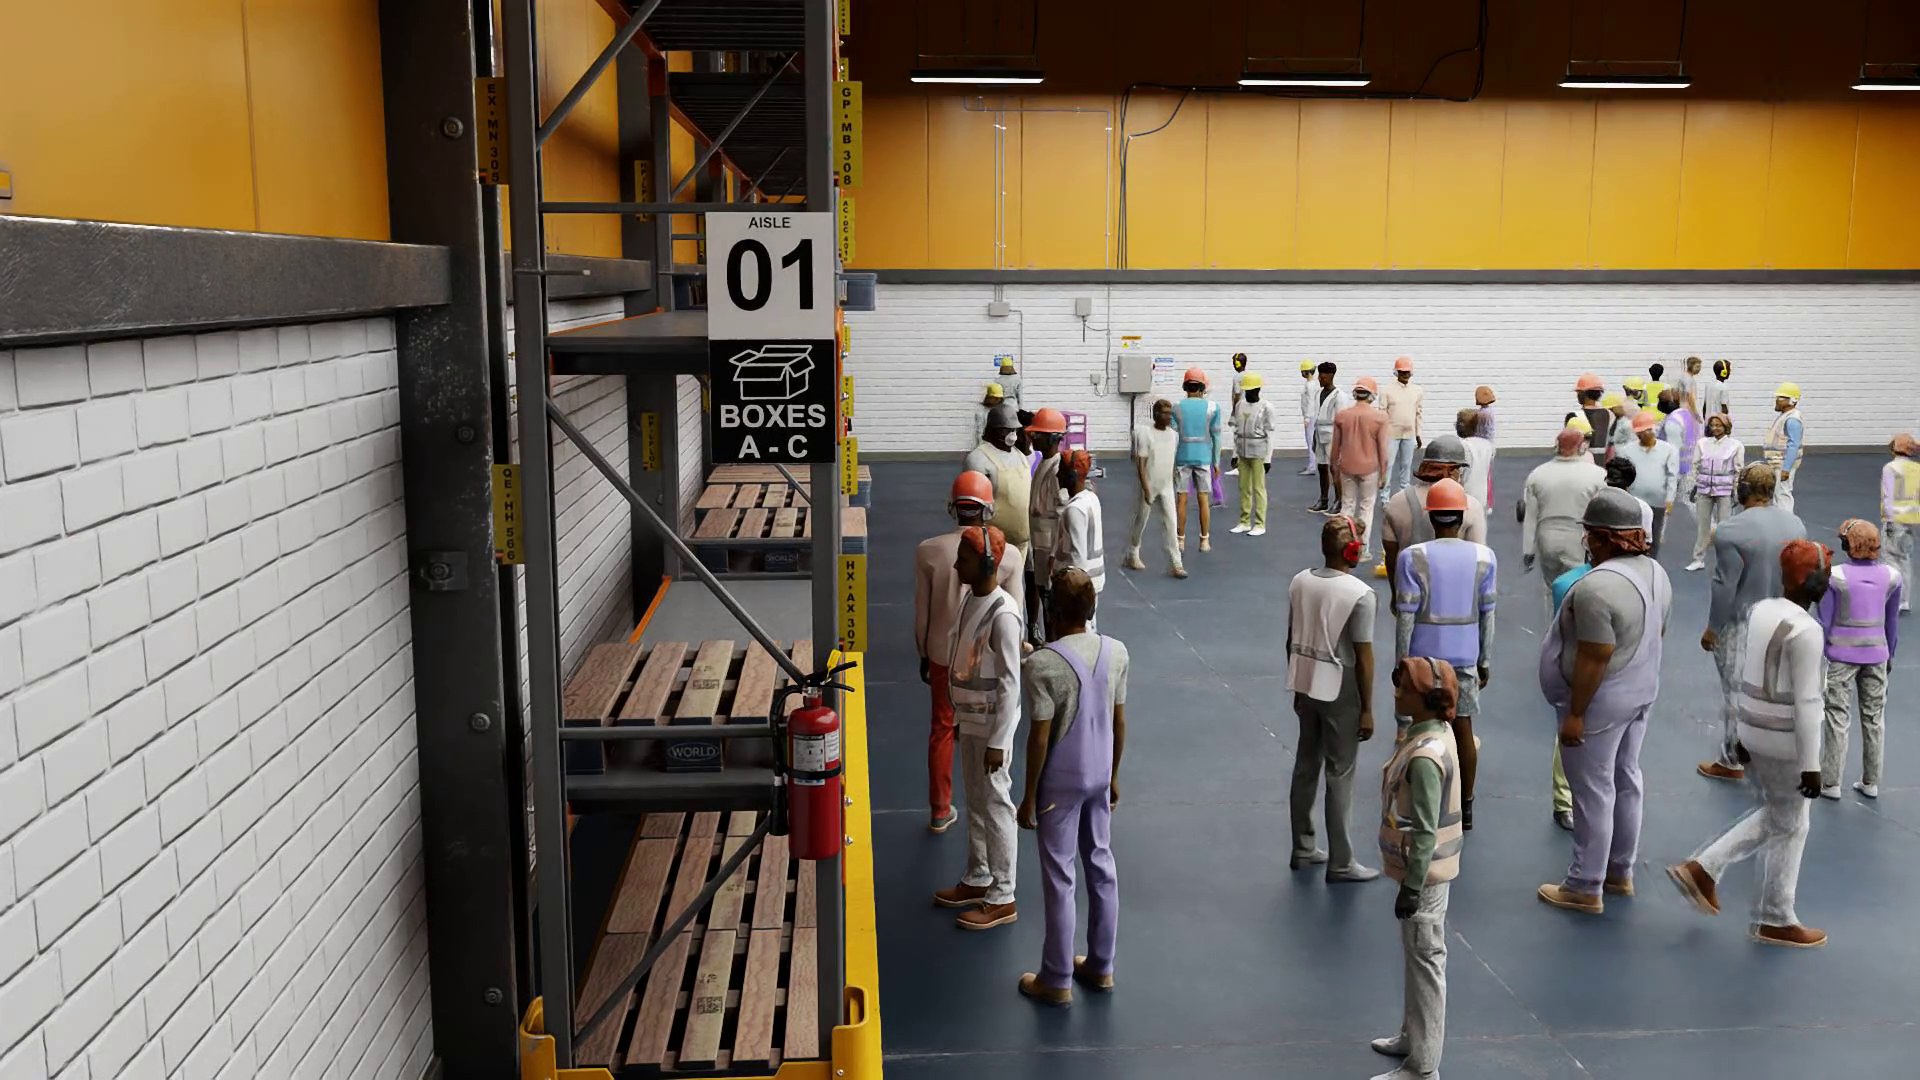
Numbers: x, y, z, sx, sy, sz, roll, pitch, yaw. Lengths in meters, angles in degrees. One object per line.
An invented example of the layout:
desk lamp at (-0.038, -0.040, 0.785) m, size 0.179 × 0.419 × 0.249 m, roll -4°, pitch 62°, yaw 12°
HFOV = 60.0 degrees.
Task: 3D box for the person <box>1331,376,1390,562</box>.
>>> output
person at (4.267, -0.752, 17.689) m, size 0.631 × 1.969 × 0.449 m, roll 6°, pitch 11°, yaw 31°

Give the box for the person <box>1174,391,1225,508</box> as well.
person at (3.055, -1.255, 21.656) m, size 0.914 × 1.698 × 0.593 m, roll 0°, pitch 9°, yaw 1°

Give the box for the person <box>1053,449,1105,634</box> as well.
person at (0.787, 0.325, 11.169) m, size 0.360 × 1.882 × 0.575 m, roll 2°, pitch 9°, yaw 14°

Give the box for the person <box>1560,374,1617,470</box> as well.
person at (6.411, -0.673, 17.046) m, size 0.648 × 2.033 × 0.494 m, roll -4°, pitch 10°, yaw -23°

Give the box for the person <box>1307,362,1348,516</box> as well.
person at (4.657, -1.283, 21.052) m, size 0.385 × 1.957 × 0.603 m, roll -4°, pitch 10°, yaw -23°

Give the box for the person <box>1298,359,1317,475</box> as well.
person at (5.287, -1.859, 25.272) m, size 0.328 × 1.762 × 0.523 m, roll 2°, pitch 9°, yaw 14°

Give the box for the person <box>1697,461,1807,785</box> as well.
person at (4.713, 0.494, 9.934) m, size 0.627 × 1.941 × 0.370 m, roll -3°, pitch 10°, yaw -20°

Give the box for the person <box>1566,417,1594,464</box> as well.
person at (5.533, -0.221, 14.968) m, size 0.326 × 1.767 × 0.533 m, roll 5°, pitch 10°, yaw 30°

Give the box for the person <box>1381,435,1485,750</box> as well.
person at (3.071, 0.329, 10.648) m, size 0.673 × 2.000 × 0.536 m, roll 8°, pitch 12°, yaw 42°

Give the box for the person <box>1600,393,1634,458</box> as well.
person at (7.647, -0.874, 19.308) m, size 0.689 × 1.693 × 0.536 m, roll -6°, pitch 11°, yaw -32°

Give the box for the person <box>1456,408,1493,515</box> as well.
person at (4.611, -0.294, 15.232) m, size 0.502 × 1.826 × 0.568 m, roll -4°, pitch 10°, yaw -22°

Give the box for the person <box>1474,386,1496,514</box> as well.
person at (6.651, -1.143, 21.168) m, size 0.268 × 1.632 × 0.507 m, roll 1°, pitch 9°, yaw 4°

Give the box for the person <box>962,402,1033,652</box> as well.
person at (0.363, -0.077, 13.201) m, size 0.537 × 2.000 × 0.683 m, roll 7°, pitch 12°, yaw 38°

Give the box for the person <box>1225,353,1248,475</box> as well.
person at (4.251, -1.909, 25.262) m, size 0.329 × 1.865 × 0.512 m, roll 7°, pitch 12°, yaw 39°

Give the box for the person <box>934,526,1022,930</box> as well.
person at (0.101, 0.865, 7.781) m, size 0.355 × 1.882 × 0.575 m, roll -3°, pitch 10°, yaw -19°

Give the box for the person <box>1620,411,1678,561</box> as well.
person at (6.834, -0.441, 16.530) m, size 0.554 × 1.708 × 0.868 m, roll 4°, pitch 10°, yaw 24°

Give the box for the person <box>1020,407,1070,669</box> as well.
person at (0.654, 0.021, 12.578) m, size 0.375 × 2.043 × 0.611 m, roll -2°, pitch 9°, yaw -12°

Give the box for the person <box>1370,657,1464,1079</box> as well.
person at (1.715, 1.235, 6.216) m, size 0.307 × 1.642 × 0.511 m, roll 3°, pitch 9°, yaw 16°

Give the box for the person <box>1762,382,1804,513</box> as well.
person at (9.288, -0.867, 18.798) m, size 0.404 × 1.836 × 0.600 m, roll 3°, pitch 9°, yaw 16°

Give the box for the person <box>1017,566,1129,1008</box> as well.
person at (0.460, 1.020, 6.925) m, size 0.506 × 1.846 × 0.346 m, roll -6°, pitch 11°, yaw -34°

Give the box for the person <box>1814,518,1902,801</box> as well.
person at (5.154, 0.694, 9.609) m, size 0.515 × 1.641 × 0.314 m, roll -1°, pitch 9°, yaw -3°

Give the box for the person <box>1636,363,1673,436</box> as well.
person at (10.581, -1.844, 25.363) m, size 0.535 × 1.700 × 0.318 m, roll 3°, pitch 10°, yaw 18°

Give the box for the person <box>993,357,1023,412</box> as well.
person at (0.756, -2.031, 26.410) m, size 0.486 × 1.742 × 0.300 m, roll -1°, pitch 9°, yaw -9°

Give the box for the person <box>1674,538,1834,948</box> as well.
person at (3.650, 0.915, 7.514) m, size 0.538 × 1.866 × 0.596 m, roll 1°, pitch 9°, yaw 7°

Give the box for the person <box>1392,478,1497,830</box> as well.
person at (2.631, 0.628, 9.103) m, size 0.549 × 1.934 × 0.374 m, roll 0°, pitch 9°, yaw -1°

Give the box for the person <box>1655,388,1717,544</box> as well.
person at (8.007, -0.800, 18.508) m, size 0.867 × 1.805 × 0.650 m, roll 8°, pitch 12°, yaw 42°

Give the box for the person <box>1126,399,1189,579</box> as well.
person at (1.984, -0.535, 16.848) m, size 0.506 × 1.802 × 0.973 m, roll -4°, pitch 10°, yaw -22°

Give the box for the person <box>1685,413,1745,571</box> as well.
person at (7.700, -0.474, 16.950) m, size 0.306 × 1.640 × 0.522 m, roll -8°, pitch 12°, yaw -42°

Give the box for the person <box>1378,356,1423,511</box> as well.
person at (5.672, -1.364, 21.428) m, size 0.612 × 1.995 × 0.378 m, roll -2°, pitch 9°, yaw -12°

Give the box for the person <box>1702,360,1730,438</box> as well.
person at (10.479, -1.556, 23.019) m, size 0.329 × 1.874 × 0.518 m, roll -1°, pitch 9°, yaw -9°

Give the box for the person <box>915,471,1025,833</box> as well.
person at (0.056, 0.617, 9.041) m, size 0.607 × 1.987 × 0.414 m, roll 2°, pitch 9°, yaw 9°

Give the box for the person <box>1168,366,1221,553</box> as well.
person at (2.539, -0.871, 18.181) m, size 0.614 × 2.043 × 0.374 m, roll 0°, pitch 9°, yaw 1°

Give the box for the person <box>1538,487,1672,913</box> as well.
person at (3.059, 0.750, 8.007) m, size 0.689 × 2.000 × 0.539 m, roll -8°, pitch 12°, yaw -42°

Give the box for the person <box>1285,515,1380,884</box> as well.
person at (1.847, 0.795, 8.350) m, size 0.393 × 1.841 × 0.564 m, roll -5°, pitch 10°, yaw -30°

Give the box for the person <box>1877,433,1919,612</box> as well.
person at (8.487, -0.155, 15.024) m, size 0.573 × 1.610 × 0.407 m, roll -5°, pitch 10°, yaw -28°

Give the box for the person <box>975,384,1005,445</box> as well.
person at (0.426, -1.045, 20.301) m, size 0.500 × 1.714 × 0.762 m, roll -5°, pitch 10°, yaw -27°

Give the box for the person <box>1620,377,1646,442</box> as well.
person at (8.454, -1.182, 21.029) m, size 0.353 × 1.756 × 0.518 m, roll -1°, pitch 9°, yaw -8°

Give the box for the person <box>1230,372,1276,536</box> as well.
person at (3.408, -1.006, 19.431) m, size 0.402 × 1.917 × 0.592 m, roll -7°, pitch 11°, yaw -37°

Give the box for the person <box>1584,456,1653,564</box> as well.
person at (4.873, 0.224, 12.389) m, size 0.318 × 1.697 × 0.535 m, roll -6°, pitch 11°, yaw -34°

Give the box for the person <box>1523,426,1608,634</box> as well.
person at (4.674, 0.058, 12.861) m, size 0.650 × 1.875 × 0.754 m, roll 7°, pitch 12°, yaw 38°
